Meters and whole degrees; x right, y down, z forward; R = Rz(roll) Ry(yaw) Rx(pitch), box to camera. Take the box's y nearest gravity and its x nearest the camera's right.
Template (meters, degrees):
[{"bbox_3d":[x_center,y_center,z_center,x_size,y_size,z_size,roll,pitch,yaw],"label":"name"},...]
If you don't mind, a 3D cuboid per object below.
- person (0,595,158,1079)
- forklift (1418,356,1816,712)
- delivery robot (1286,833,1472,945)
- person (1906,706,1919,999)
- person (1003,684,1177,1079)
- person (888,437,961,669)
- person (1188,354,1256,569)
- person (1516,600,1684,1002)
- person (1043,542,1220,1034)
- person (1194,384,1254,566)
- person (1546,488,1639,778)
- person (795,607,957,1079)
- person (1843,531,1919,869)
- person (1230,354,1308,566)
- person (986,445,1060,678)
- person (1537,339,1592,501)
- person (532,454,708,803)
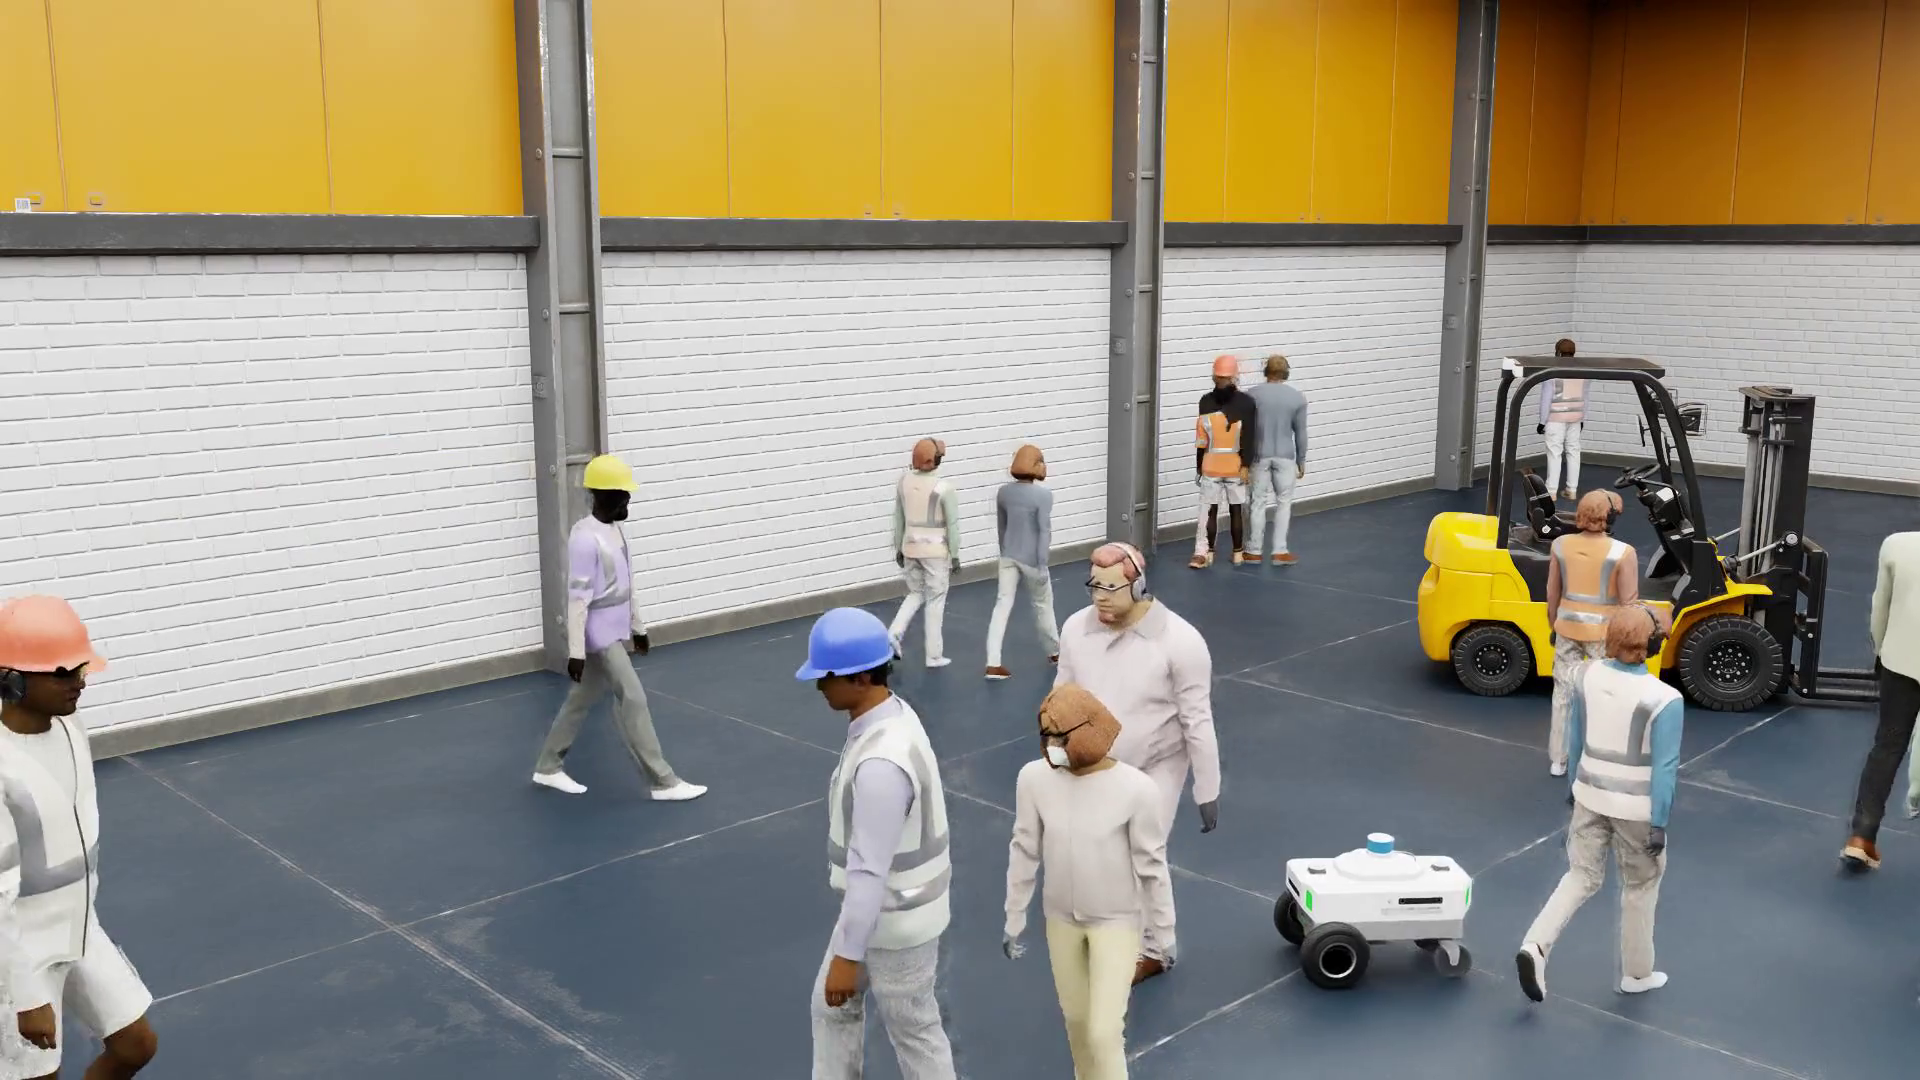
[{"bbox_3d":[-2.589,1.148,4.732,0.479,2.020,0.617,0,10,3],"label":"person"},{"bbox_3d":[4.276,-0.101,11.076,2.313,2.155,1.214,2,11,13],"label":"forklift"},{"bbox_3d":[1.719,1.450,6.838,0.707,0.478,0.477,-1,10,-4],"label":"delivery robot"},{"bbox_3d":[4.087,1.019,6.628,0.796,1.587,0.505,-4,11,-23],"label":"person"},{"bbox_3d":[0.387,1.258,5.281,0.560,1.599,0.637,6,12,30],"label":"person"},{"bbox_3d":[-0.259,0.108,11.493,0.531,1.630,0.426,8,13,37],"label":"person"},{"bbox_3d":[2.462,-0.738,15.255,0.609,1.954,1.036,8,13,36],"label":"person"},{"bbox_3d":[2.518,1.032,6.458,0.698,1.618,0.519,-6,12,-31],"label":"person"},{"bbox_3d":[0.598,0.926,6.372,0.685,1.857,0.930,9,14,42],"label":"person"},{"bbox_3d":[2.404,-0.606,15.179,0.540,1.697,0.317,1,10,5],"label":"person"},{"bbox_3d":[3.452,0.534,9.128,0.313,1.640,0.519,-9,14,-40],"label":"person"},{"bbox_3d":[-0.326,1.137,5.082,0.783,1.907,0.647,-1,10,-5],"label":"person"},{"bbox_3d":[4.611,0.605,7.925,1.023,1.951,0.620,-9,14,-42],"label":"person"},{"bbox_3d":[2.814,-0.725,15.234,0.725,1.932,0.391,2,11,11],"label":"person"},{"bbox_3d":[0.455,0.139,11.413,0.514,1.580,0.901,8,13,39],"label":"person"},{"bbox_3d":[6.848,-1.367,18.943,0.622,1.845,0.430,-3,11,-15],"label":"person"},{"bbox_3d":[-1.876,0.472,8.828,0.986,1.877,0.604,1,10,4],"label":"person"}]
